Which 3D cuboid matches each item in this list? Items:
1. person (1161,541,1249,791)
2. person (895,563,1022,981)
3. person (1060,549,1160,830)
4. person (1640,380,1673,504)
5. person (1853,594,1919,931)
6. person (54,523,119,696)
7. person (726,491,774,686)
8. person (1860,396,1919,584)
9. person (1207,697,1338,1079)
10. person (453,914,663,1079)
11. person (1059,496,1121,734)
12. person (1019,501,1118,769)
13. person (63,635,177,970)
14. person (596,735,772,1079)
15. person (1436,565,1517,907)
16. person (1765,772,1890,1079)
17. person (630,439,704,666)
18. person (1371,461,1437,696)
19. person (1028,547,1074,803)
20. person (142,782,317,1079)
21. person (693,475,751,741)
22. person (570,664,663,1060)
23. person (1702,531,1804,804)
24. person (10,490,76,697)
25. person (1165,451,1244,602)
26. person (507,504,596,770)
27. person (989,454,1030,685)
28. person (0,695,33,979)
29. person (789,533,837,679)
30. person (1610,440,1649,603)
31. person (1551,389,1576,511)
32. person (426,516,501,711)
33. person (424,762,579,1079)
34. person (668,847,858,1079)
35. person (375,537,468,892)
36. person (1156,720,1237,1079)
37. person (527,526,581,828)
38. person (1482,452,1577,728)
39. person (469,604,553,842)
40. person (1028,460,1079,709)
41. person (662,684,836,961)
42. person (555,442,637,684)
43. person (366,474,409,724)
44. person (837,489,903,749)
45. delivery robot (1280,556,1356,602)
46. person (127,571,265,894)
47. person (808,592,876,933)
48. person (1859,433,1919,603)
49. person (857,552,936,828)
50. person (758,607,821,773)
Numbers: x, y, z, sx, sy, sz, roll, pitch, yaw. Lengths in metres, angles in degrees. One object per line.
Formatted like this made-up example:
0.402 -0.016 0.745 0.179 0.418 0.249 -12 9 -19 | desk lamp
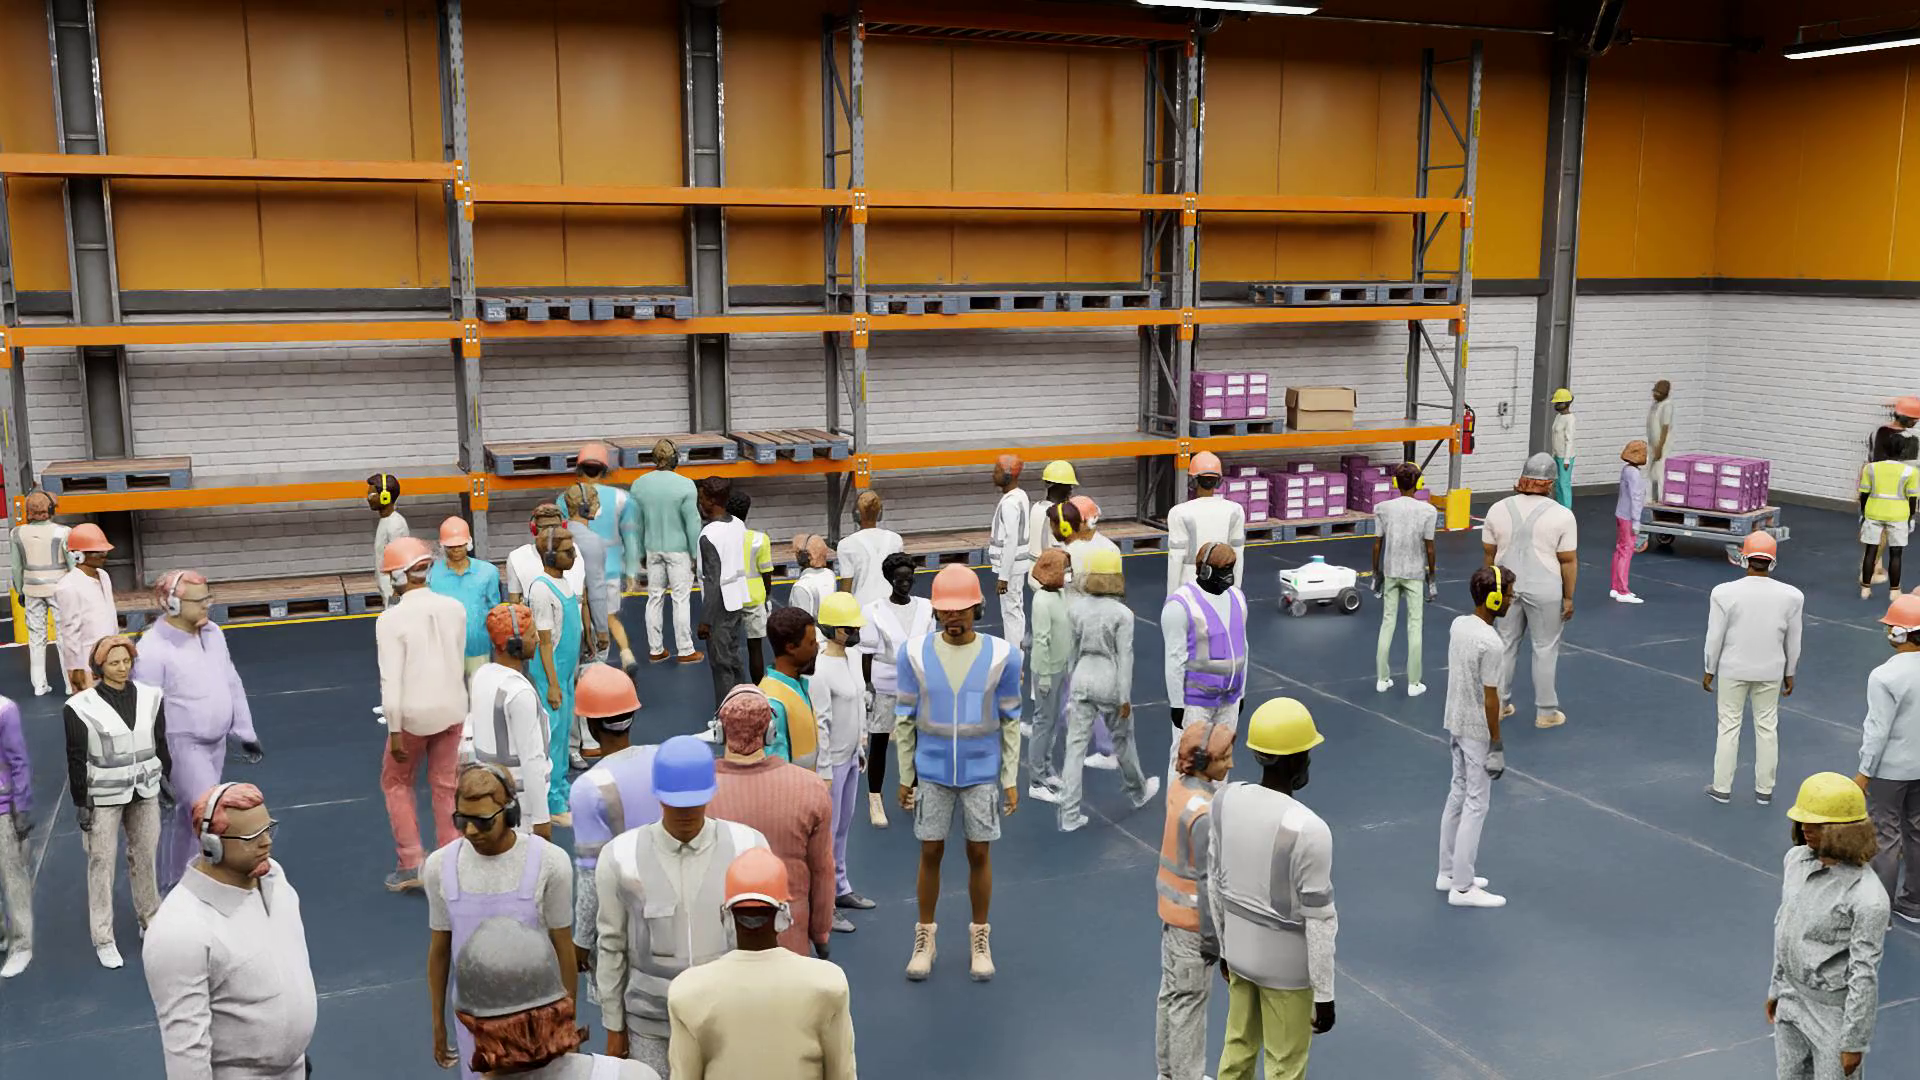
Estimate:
1.460 0.912 9.770 0.629 1.837 0.429 -7 12 -34 | person
-0.008 1.115 7.983 0.609 2.044 0.395 1 10 4 | person
0.899 0.895 10.243 0.497 1.689 0.898 7 12 35 | person
9.354 -1.253 22.296 0.505 1.809 0.556 -1 10 -7 | person
4.862 1.147 8.631 0.561 1.752 0.327 -4 11 -22 | person
-5.656 0.755 10.885 0.339 1.752 0.564 0 10 -3 | person
-1.683 0.472 12.686 0.535 1.697 0.318 0 10 -2 | person
9.807 -0.511 17.434 0.595 2.011 0.634 -2 10 -12 | person
1.137 1.511 6.025 0.363 1.930 0.587 -7 12 -34 | person
-1.007 1.832 3.860 0.686 2.000 0.538 -7 12 -36 | person
0.913 0.535 12.206 0.355 1.736 0.577 -8 13 -40 | person
0.731 0.635 11.413 0.941 1.814 0.493 7 12 34 | person
-4.147 1.271 8.241 0.309 1.641 0.513 6 12 32 | person
-0.906 1.583 5.588 0.608 1.940 0.416 -2 10 -12 | person
2.780 1.048 8.924 0.346 1.857 0.523 -1 10 -7 | person
2.994 1.646 5.817 0.330 1.734 0.482 -1 10 -6 | person
-2.469 0.107 14.090 0.629 1.940 0.373 3 10 18 | person
3.524 0.304 13.191 0.516 1.860 0.324 6 12 32 | person
0.590 0.850 10.688 0.269 1.632 0.509 3 10 17 | person
-2.199 1.671 5.170 0.405 1.906 0.653 1 10 4 | person
-1.713 0.490 11.940 0.391 1.920 0.593 2 10 11 | person
-1.320 1.431 6.470 0.364 1.936 0.542 6 11 30 | person
5.022 0.809 10.577 0.573 1.750 0.330 2 10 10 | person
-7.172 0.429 13.098 0.525 1.639 0.307 0 10 -3 | person
1.795 0.357 12.349 0.615 2.041 0.386 -3 10 -17 | person
-2.748 0.657 11.190 0.571 1.843 0.373 -6 11 -30 | person
0.394 0.237 13.504 0.356 1.883 0.574 1 10 7 | person
-4.722 1.308 8.081 0.550 1.630 0.323 3 10 16 | person
-0.985 0.762 11.173 0.310 1.642 0.514 4 10 20 | person
6.737 -0.196 16.709 0.286 1.634 0.500 2 10 11 | person
7.718 -1.064 21.366 0.338 1.761 0.524 0 10 1 | person
-3.350 0.705 11.174 0.572 1.750 0.330 -4 11 -23 | person
-1.548 1.628 5.649 0.519 1.834 0.354 0 10 2 | person
-0.586 1.778 5.020 0.560 1.742 0.339 -1 10 -5 | person
-2.954 0.963 9.121 0.515 1.961 0.619 7 12 36 | person
0.953 1.531 6.753 0.315 1.637 0.514 -1 10 -5 | person
-2.452 0.830 10.192 0.345 1.847 0.508 0 10 -2 | person
4.259 0.355 12.366 0.688 2.000 0.536 8 13 40 | person
-2.078 1.225 7.812 0.349 1.882 0.584 -8 13 -38 | person
0.725 0.343 12.799 0.395 1.918 0.586 -3 10 -17 | person
-0.791 1.479 6.277 0.641 1.908 0.407 -2 10 -14 | person
-2.836 0.247 13.089 0.607 2.019 0.650 -6 11 -30 | person
-4.257 0.430 12.428 0.323 1.871 0.528 -4 11 -23 | person
-0.643 0.558 11.764 0.506 1.846 0.345 -6 12 -31 | person
3.472 0.395 16.145 0.707 0.478 0.477 -3 10 -18 | delivery robot
-3.879 1.088 8.628 0.751 1.881 0.646 1 10 5 | person
-0.621 1.136 8.663 0.313 1.768 0.527 3 10 17 | person
9.308 -0.225 16.692 0.540 1.696 0.317 9 13 42 | person
-0.371 0.905 10.189 0.533 1.697 0.319 -5 11 -26 | person
-0.804 1.247 7.589 0.394 1.916 0.587 0 10 0 | person
